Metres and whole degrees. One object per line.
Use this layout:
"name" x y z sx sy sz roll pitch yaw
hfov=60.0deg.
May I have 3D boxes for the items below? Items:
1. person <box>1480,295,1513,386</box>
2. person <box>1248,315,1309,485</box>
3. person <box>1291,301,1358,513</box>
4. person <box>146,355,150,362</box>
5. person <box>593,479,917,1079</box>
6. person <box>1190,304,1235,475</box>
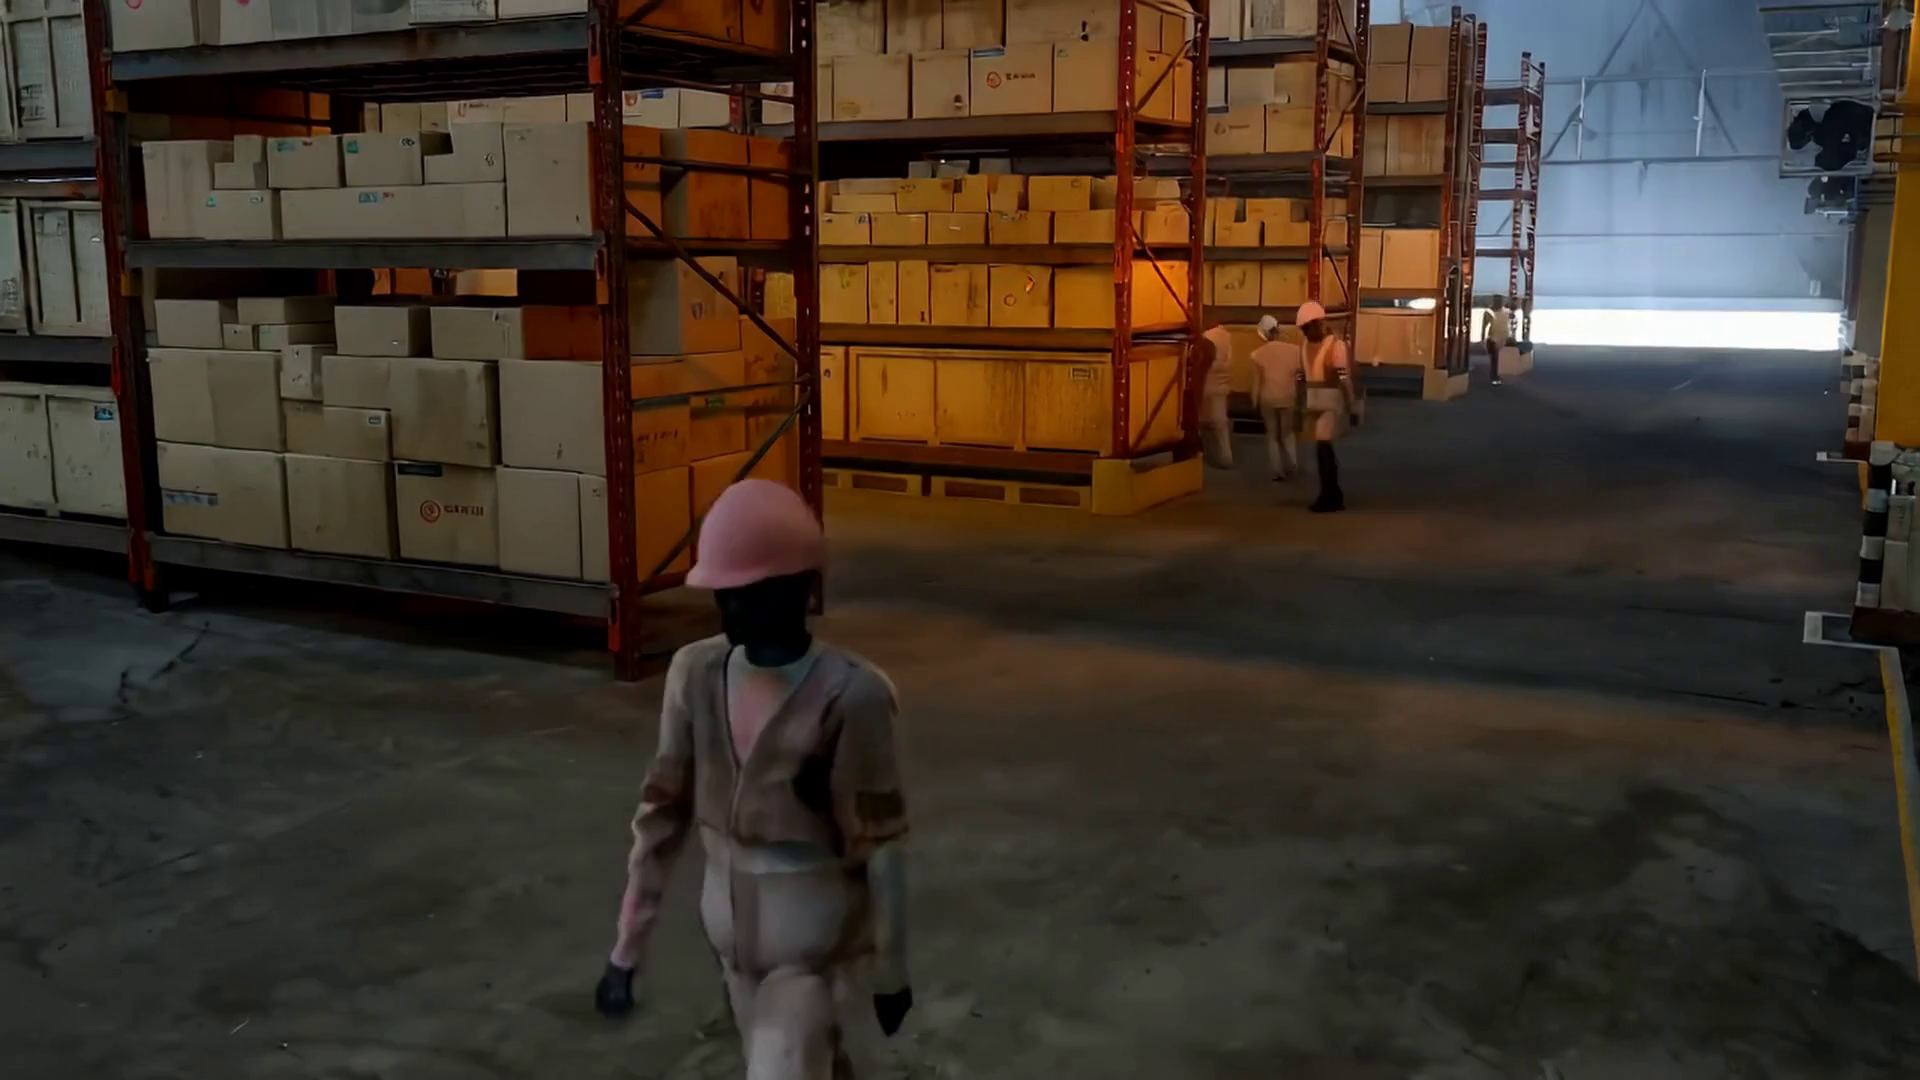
"person" 9.416 -3.481 29.080 0.541 1.591 0.831 -1 10 -5
"person" 3.203 -1.420 16.857 0.610 1.707 0.579 -1 10 -6
"person" 3.218 -1.182 14.924 0.706 1.893 0.567 -6 12 -32
"person" -8.574 -1.624 17.681 0.601 1.830 0.404 4 11 24
"person" -0.429 0.827 3.314 0.550 1.886 0.977 7 12 35
"person" 2.584 -1.583 17.541 0.763 1.799 0.697 5 11 25
